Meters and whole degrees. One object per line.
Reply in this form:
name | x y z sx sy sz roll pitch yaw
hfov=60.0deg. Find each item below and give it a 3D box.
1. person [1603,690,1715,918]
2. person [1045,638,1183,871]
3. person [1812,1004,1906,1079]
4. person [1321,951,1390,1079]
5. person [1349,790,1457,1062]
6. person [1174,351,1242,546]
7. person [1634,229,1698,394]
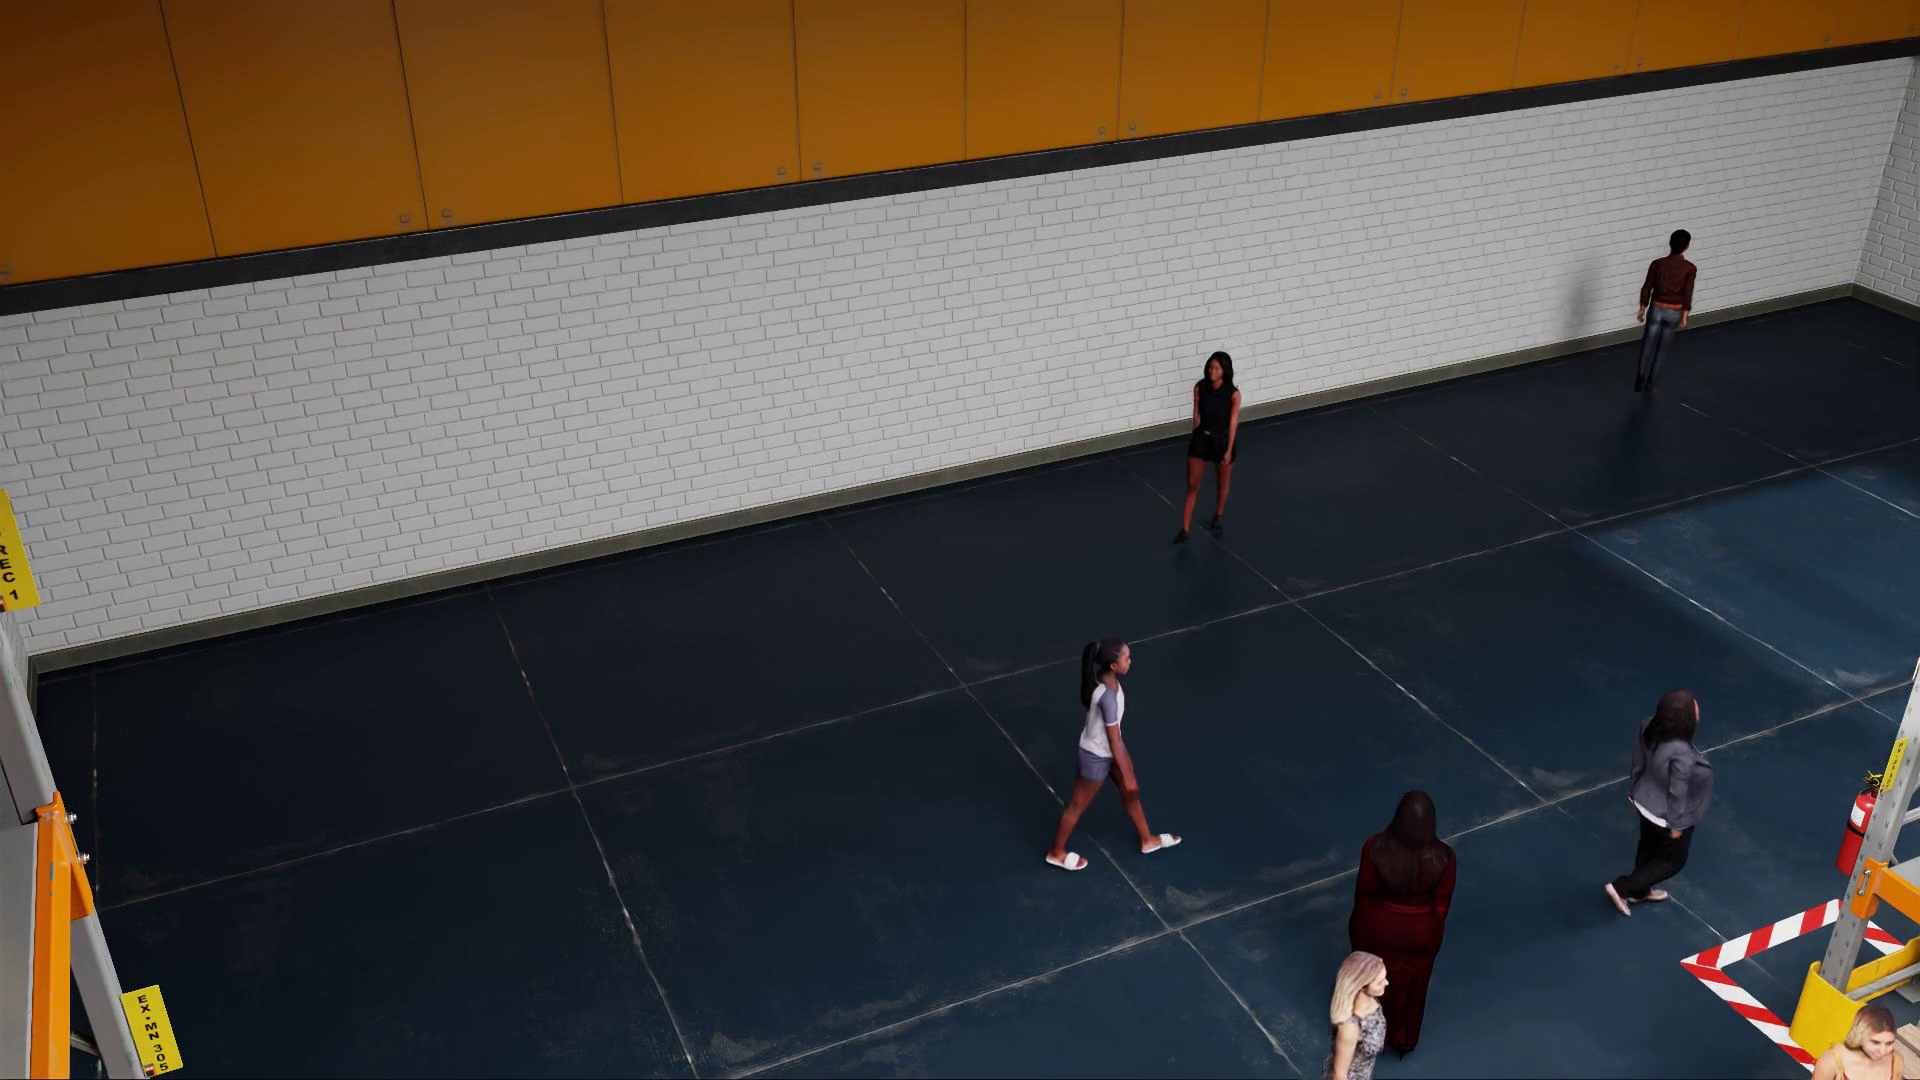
person | 4.191 1.617 10.055 0.862 1.583 0.833 -3 29 -6
person | 0.783 1.375 10.394 1.052 1.683 1.133 3 29 6
person | 4.132 2.773 7.898 0.713 1.618 0.766 1 29 2
person | 1.777 2.640 8.083 1.112 1.676 1.052 10 30 17
person | 2.366 2.095 8.996 0.775 1.757 0.803 5 29 8
person | 2.238 -0.839 14.421 0.990 1.712 1.009 12 31 21
person | 7.197 -2.289 17.024 0.962 1.766 0.991 15 32 25
